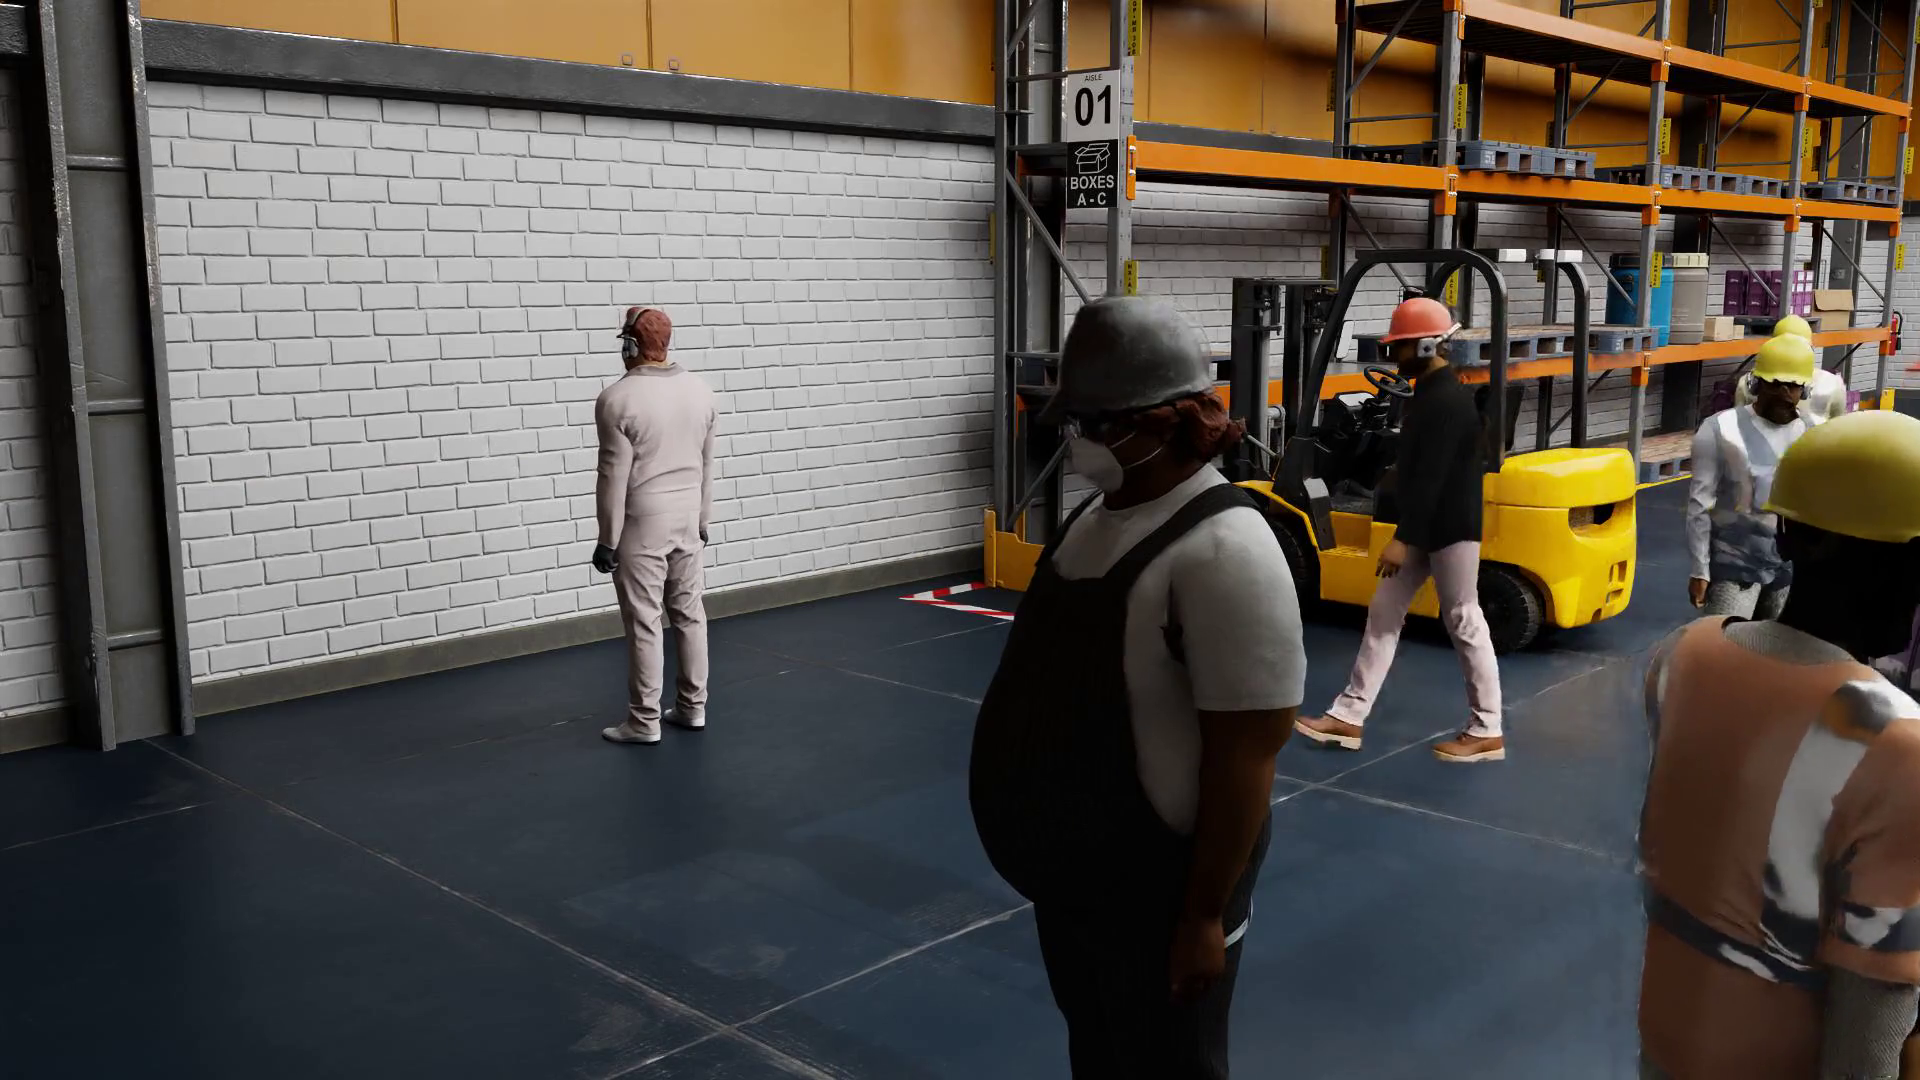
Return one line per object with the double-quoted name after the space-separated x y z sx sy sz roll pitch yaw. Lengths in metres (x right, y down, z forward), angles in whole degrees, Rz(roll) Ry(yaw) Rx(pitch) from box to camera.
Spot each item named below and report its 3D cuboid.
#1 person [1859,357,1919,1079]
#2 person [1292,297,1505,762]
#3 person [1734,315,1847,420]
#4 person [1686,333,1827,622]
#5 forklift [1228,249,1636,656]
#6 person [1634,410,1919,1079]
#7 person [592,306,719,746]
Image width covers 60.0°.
1.991 0.516 3.330 0.366 2.048 0.607 -3 10 -16 "person"
1.868 -0.024 6.955 0.982 1.943 0.630 0 9 -2 "person"
4.805 -0.393 9.660 0.596 1.797 0.818 6 11 32 "person"
3.148 0.107 6.526 0.586 1.823 0.403 0 9 -2 "person"
2.710 -0.584 9.626 2.313 2.155 1.214 9 13 43 "forklift"
1.167 0.748 2.466 0.974 1.884 0.598 -3 10 -16 "person"
-1.354 -0.059 7.288 0.410 1.908 0.642 7 12 37 "person"
